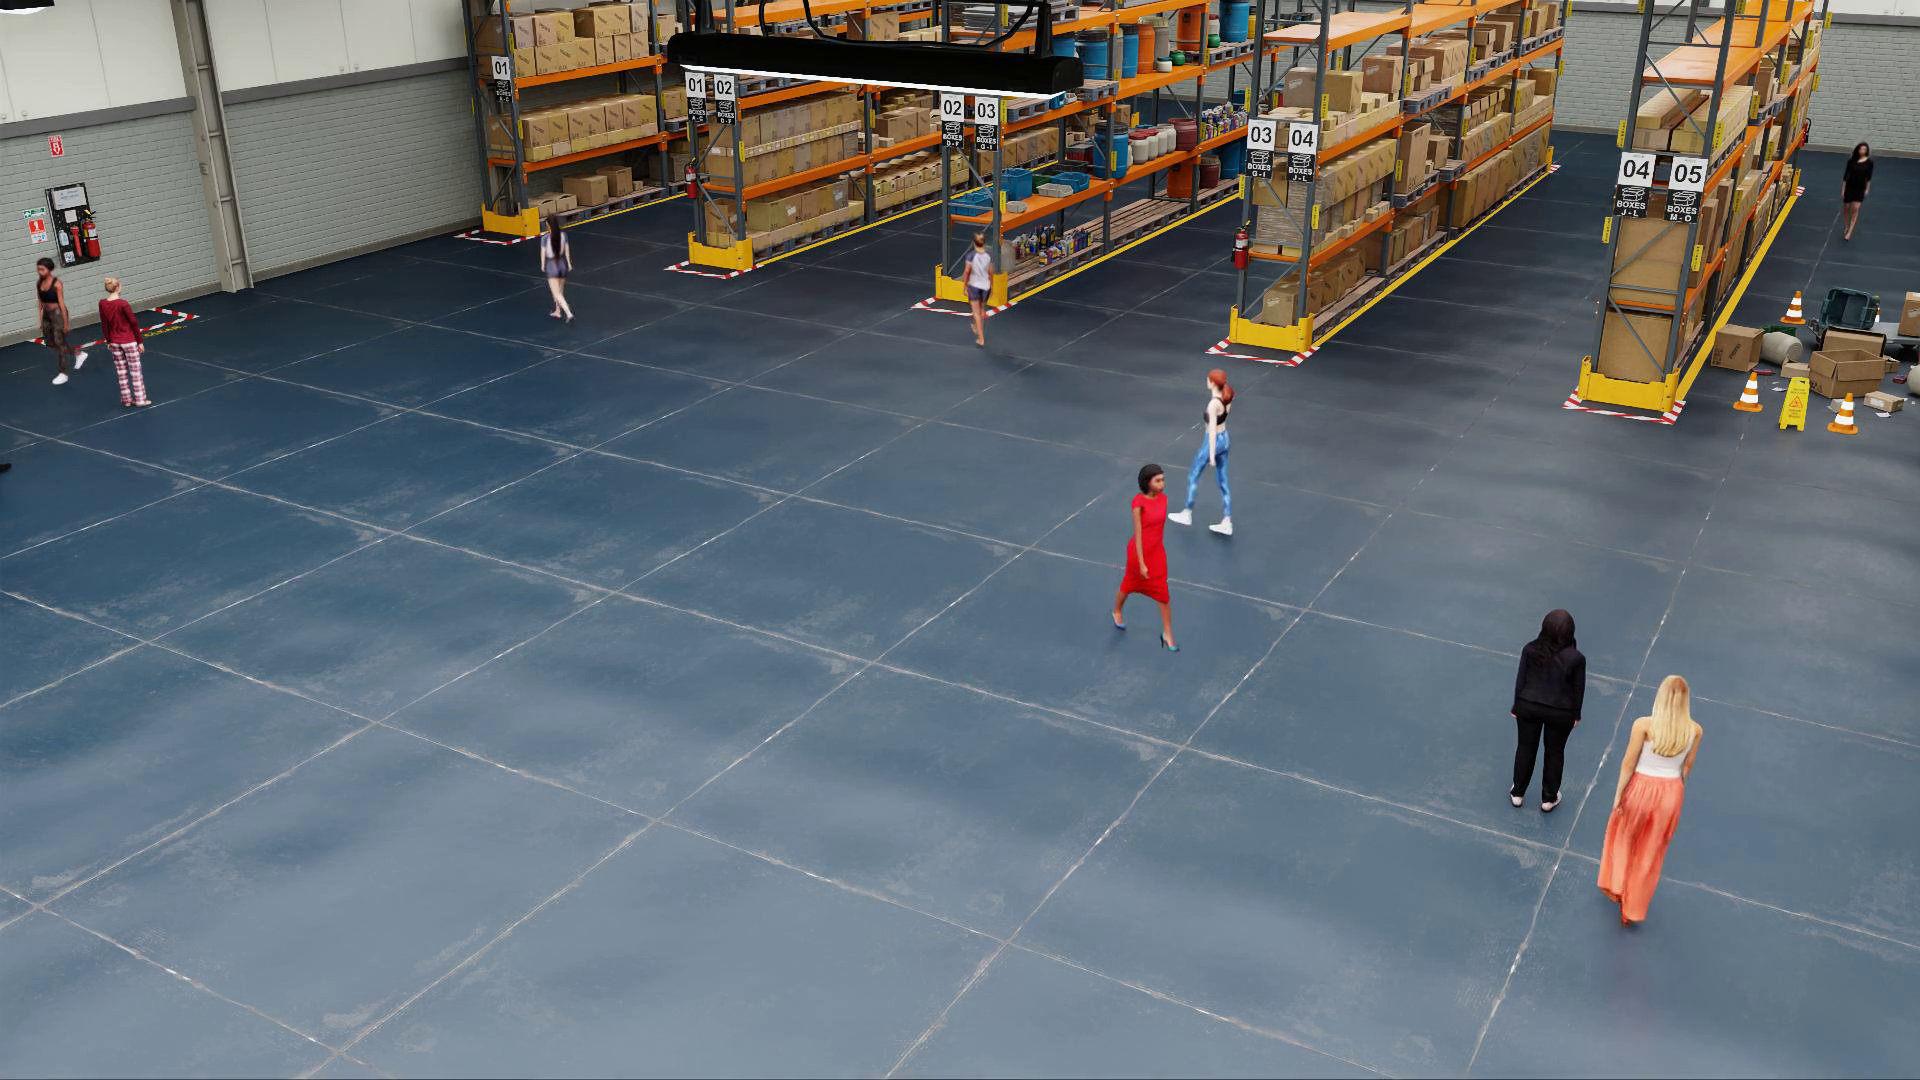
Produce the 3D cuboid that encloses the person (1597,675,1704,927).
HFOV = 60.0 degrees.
[{"bbox_3d":[4.607,1.785,11.021,0.765,1.779,0.911,4,23,10],"label":"person"}]

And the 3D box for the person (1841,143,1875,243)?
[{"bbox_3d":[16.110,-6.244,29.941,0.626,1.750,1.124,14,27,30],"label":"person"}]

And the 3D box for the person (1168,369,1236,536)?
[{"bbox_3d":[2.733,-0.889,17.338,0.731,1.757,0.937,20,30,38],"label":"person"}]

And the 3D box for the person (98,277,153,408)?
[{"bbox_3d":[-10.718,-2.545,21.305,0.691,1.700,0.653,2,23,6],"label":"person"}]

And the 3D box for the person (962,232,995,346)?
[{"bbox_3d":[0.307,-3.577,23.866,0.954,1.594,0.943,-11,25,-24],"label":"person"}]

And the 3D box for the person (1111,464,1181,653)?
[{"bbox_3d":[1.609,0.139,15.000,1.113,1.694,0.989,-14,27,-29],"label":"person"}]

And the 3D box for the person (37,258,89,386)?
[{"bbox_3d":[-12.074,-2.967,22.318,0.694,1.684,0.930,8,24,18],"label":"person"}]

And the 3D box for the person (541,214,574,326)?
[{"bbox_3d":[-6.001,-4.037,24.913,0.828,1.622,0.993,21,31,40],"label":"person"}]

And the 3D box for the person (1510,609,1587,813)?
[{"bbox_3d":[4.382,1.270,12.441,0.677,1.616,0.643,10,25,22],"label":"person"}]
